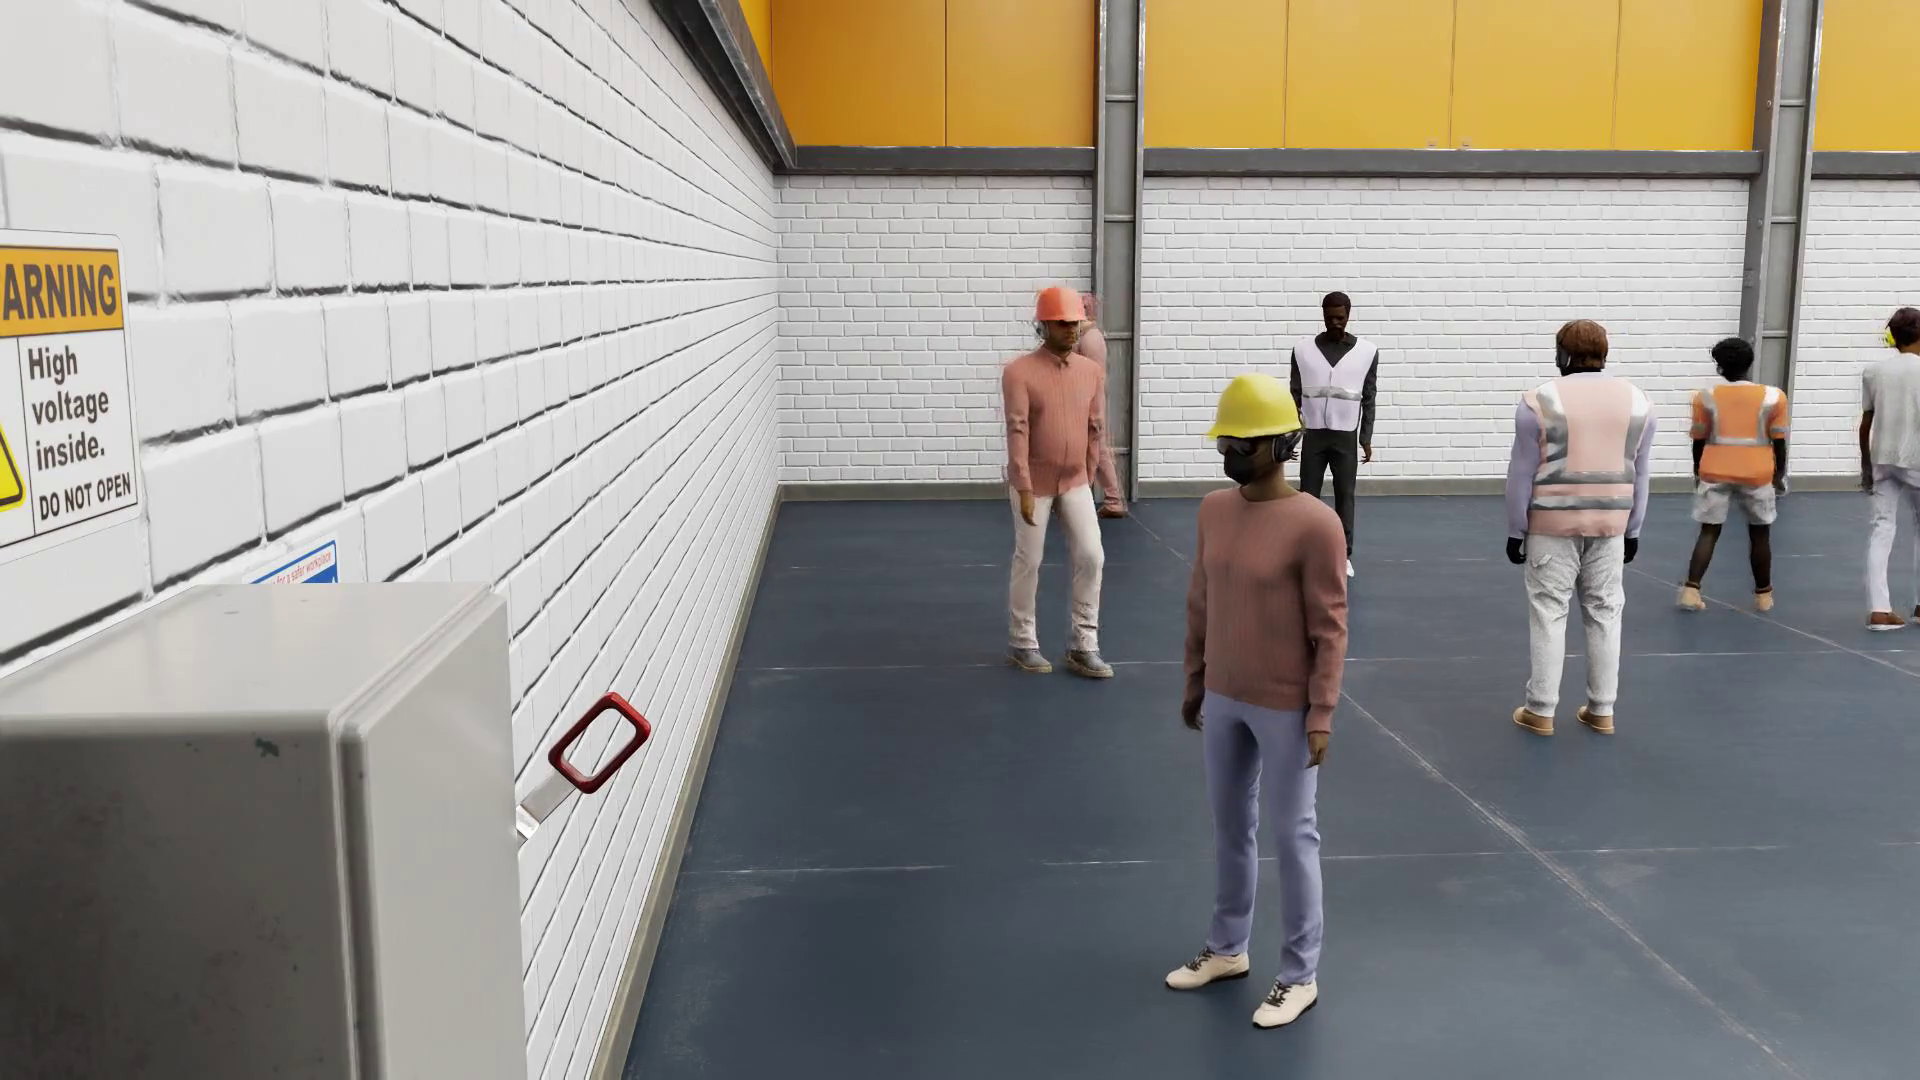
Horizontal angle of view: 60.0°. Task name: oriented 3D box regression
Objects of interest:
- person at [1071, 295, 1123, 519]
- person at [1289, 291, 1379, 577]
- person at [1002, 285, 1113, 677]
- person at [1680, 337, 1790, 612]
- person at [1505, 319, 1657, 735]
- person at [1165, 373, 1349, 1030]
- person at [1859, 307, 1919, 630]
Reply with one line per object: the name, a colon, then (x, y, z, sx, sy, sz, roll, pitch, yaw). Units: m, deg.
person: (0.916, -1.076, 13.699, 0.954, 1.856, 0.659, 1, 9, 5)
person: (2.503, -0.712, 11.221, 0.592, 1.917, 0.392, 2, 9, 15)
person: (0.501, -0.272, 8.292, 0.619, 1.969, 0.760, -5, 10, -28)
person: (4.646, -0.380, 9.942, 0.567, 1.666, 0.521, 5, 10, 28)
person: (2.708, -0.050, 7.338, 0.630, 1.836, 0.430, -1, 9, -4)
person: (0.793, 0.432, 4.511, 0.331, 1.765, 0.533, -7, 11, -36)
person: (5.475, -0.412, 9.583, 0.788, 1.833, 0.549, -7, 11, -36)
